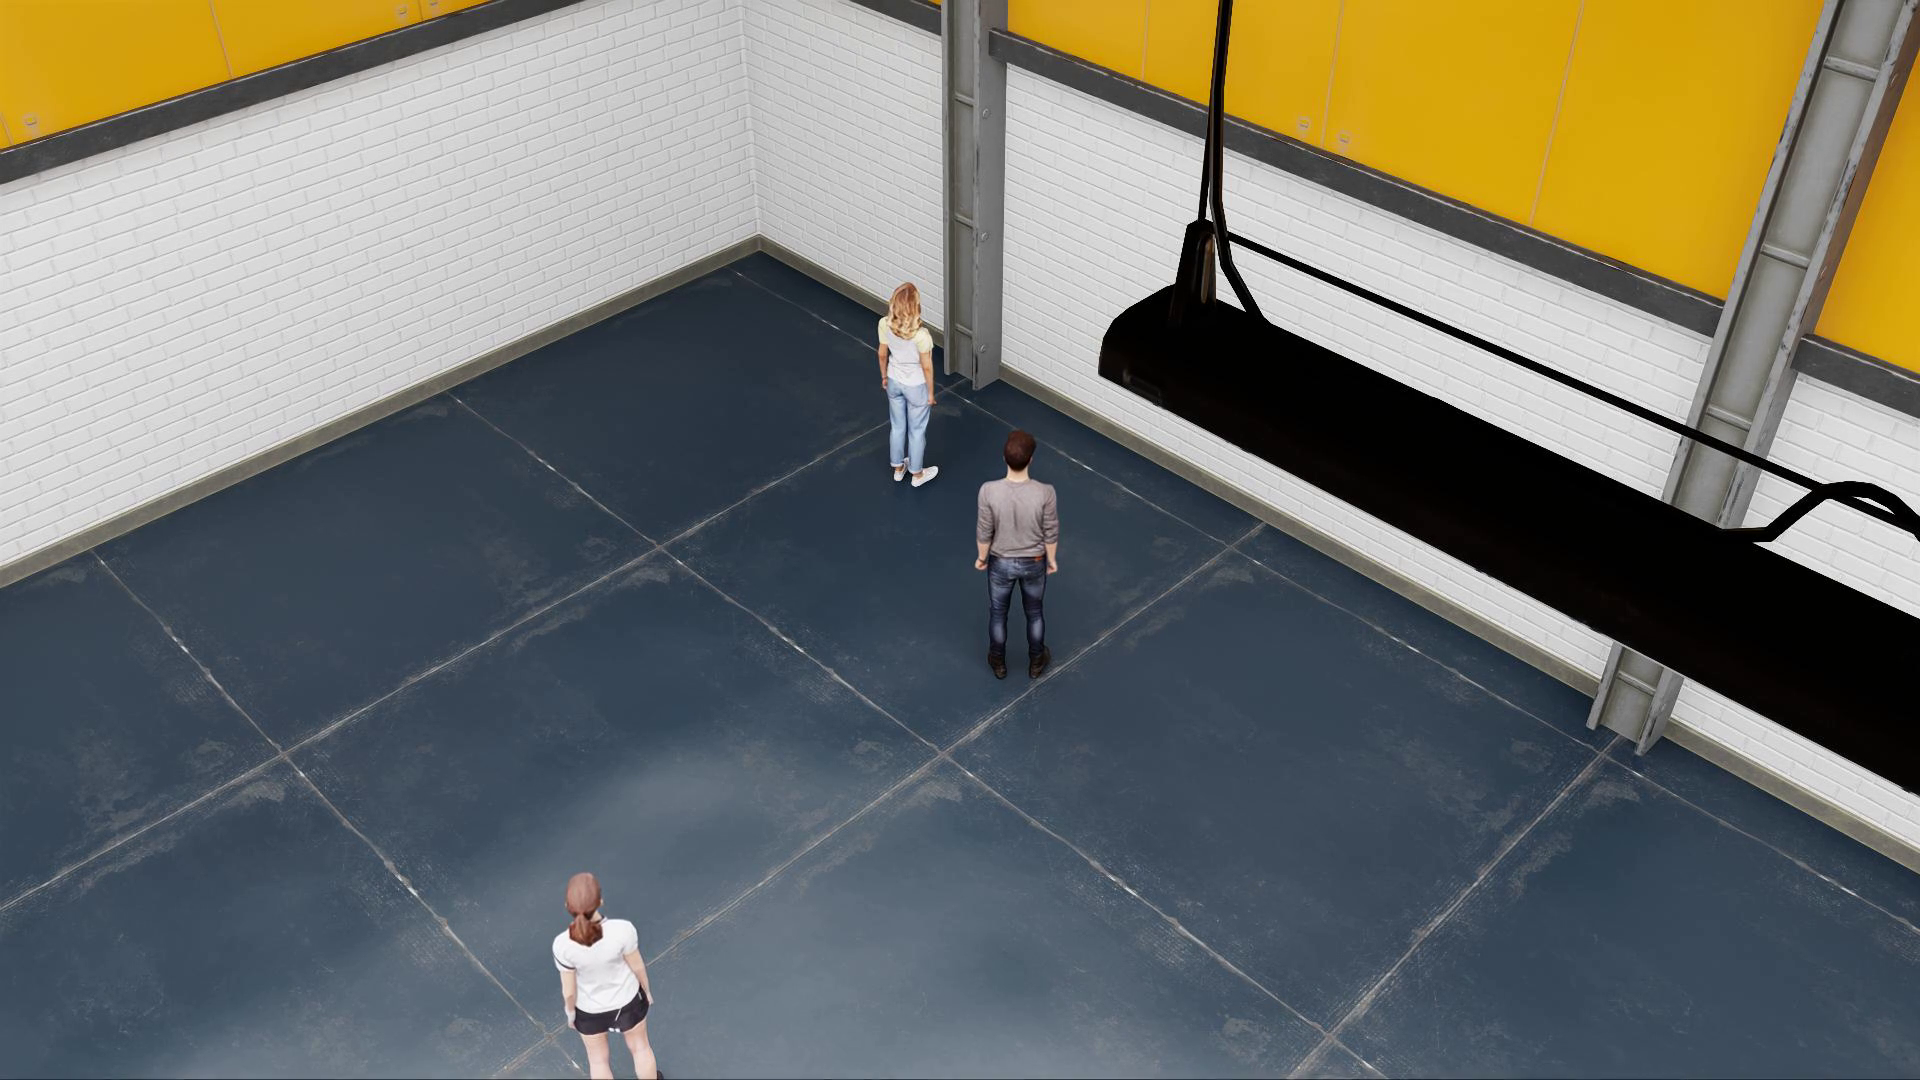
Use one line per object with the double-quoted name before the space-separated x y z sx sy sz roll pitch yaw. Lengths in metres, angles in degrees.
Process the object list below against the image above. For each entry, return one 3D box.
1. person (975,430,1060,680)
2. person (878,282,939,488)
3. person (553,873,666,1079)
"person" 0.370 0.127 10.730 0.762 1.906 0.834 1 39 2
"person" -0.390 -1.161 12.489 0.571 1.723 0.742 20 43 23
"person" -1.735 2.271 8.170 0.654 1.750 0.664 -12 40 -14
